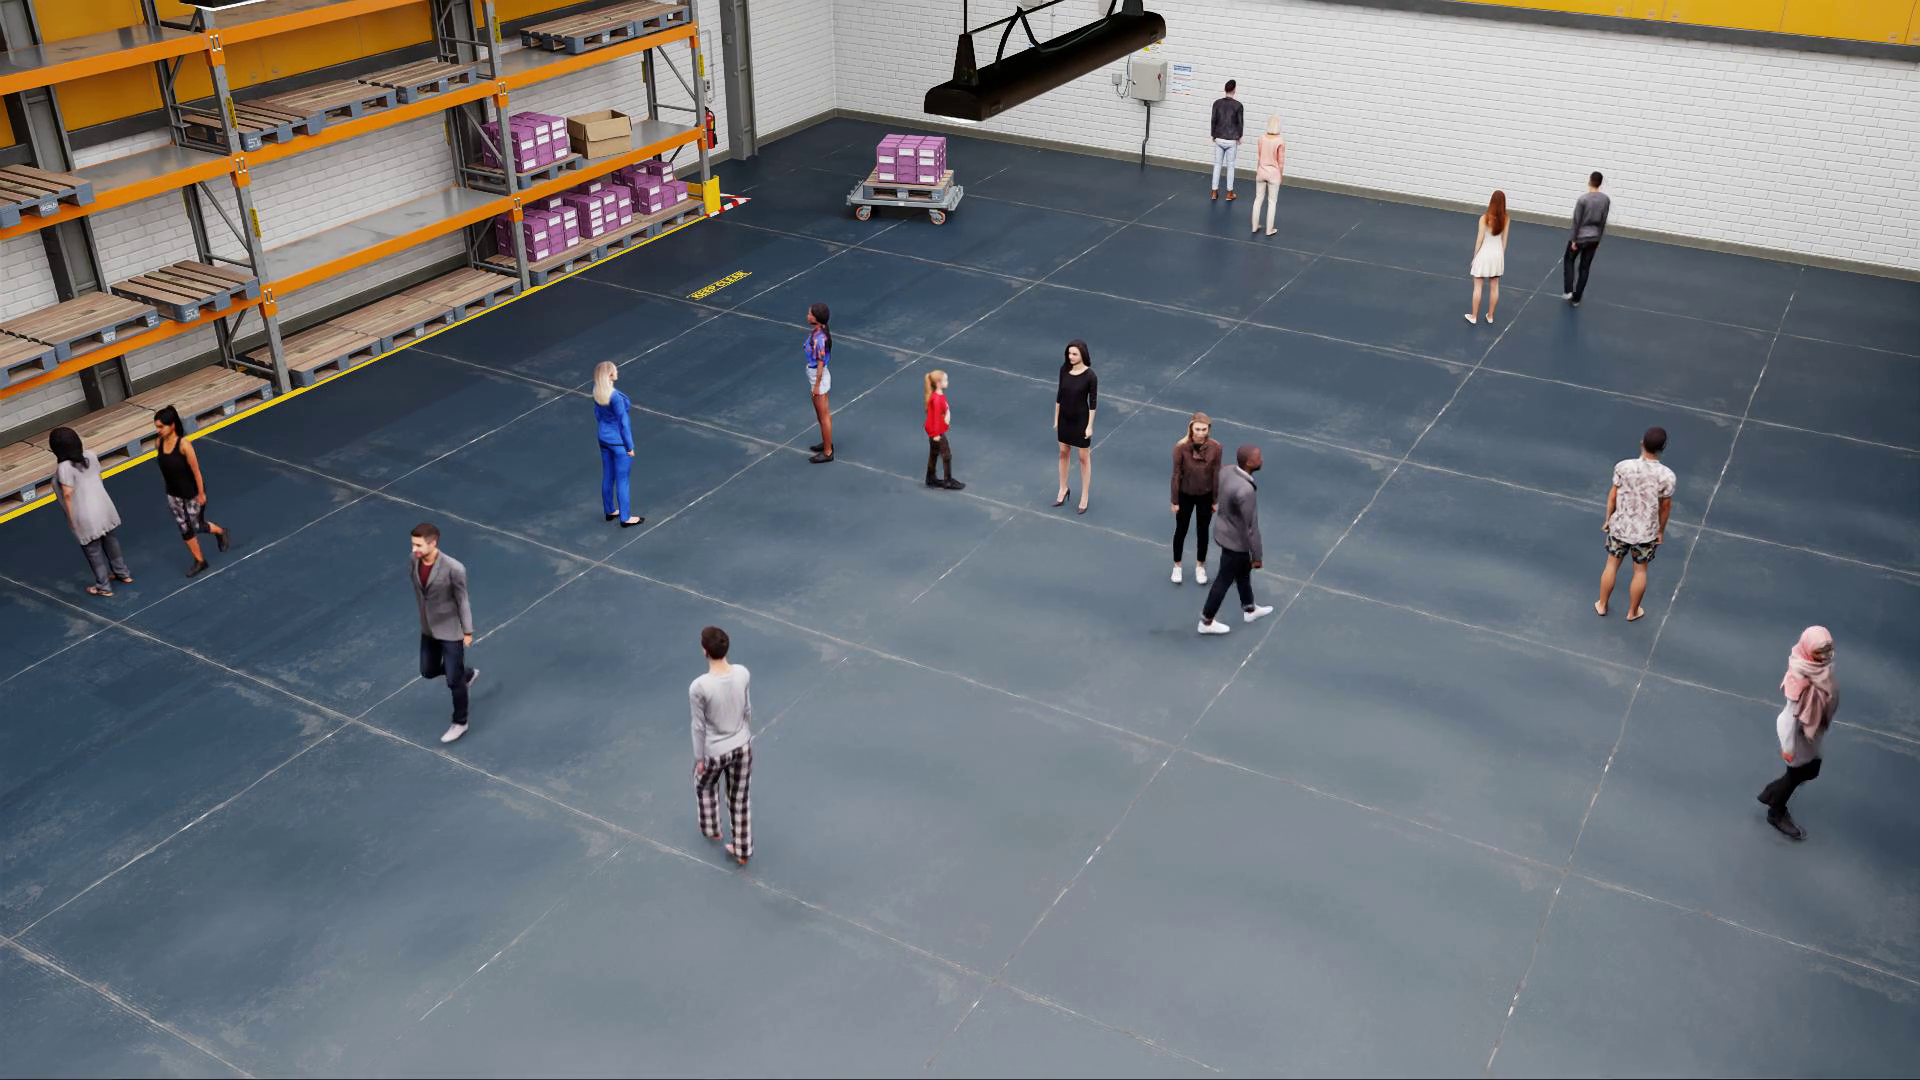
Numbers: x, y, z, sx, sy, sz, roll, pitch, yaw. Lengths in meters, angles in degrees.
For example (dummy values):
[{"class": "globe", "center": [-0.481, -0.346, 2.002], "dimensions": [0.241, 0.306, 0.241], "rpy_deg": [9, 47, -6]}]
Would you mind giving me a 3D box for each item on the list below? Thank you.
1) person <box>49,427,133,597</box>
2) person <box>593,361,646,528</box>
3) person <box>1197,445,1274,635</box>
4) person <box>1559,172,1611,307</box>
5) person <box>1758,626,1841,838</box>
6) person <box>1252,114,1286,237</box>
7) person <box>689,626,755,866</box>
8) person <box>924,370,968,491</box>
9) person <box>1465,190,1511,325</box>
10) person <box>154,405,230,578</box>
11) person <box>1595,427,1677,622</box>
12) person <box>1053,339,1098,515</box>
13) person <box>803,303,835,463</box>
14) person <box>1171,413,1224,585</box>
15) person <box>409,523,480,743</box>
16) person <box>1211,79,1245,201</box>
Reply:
[{"class": "person", "center": [-7.864, -0.276, 15.018], "dimensions": [0.785, 1.604, 0.706], "rpy_deg": [5, 29, 9]}, {"class": "person", "center": [-3.359, -0.942, 16.139], "dimensions": [0.674, 1.700, 0.622], "rpy_deg": [25, 37, 38]}, {"class": "person", "center": [2.258, 0.016, 14.290], "dimensions": [1.112, 1.789, 1.076], "rpy_deg": [-4, 29, -7]}, {"class": "person", "center": [8.077, -3.848, 21.414], "dimensions": [0.729, 1.750, 0.753], "rpy_deg": [1, 29, 2]}, {"class": "person", "center": [5.973, 1.346, 11.868], "dimensions": [0.737, 1.773, 0.864], "rpy_deg": [-25, 38, -38]}, {"class": "person", "center": [4.476, -5.300, 24.105], "dimensions": [0.613, 1.722, 0.550], "rpy_deg": [20, 34, 32]}, {"class": "person", "center": [-1.593, 1.481, 11.564], "dimensions": [0.907, 1.827, 0.915], "rpy_deg": [-17, 33, -28]}, {"class": "person", "center": [-0.279, -1.117, 16.906], "dimensions": [0.731, 1.273, 0.696], "rpy_deg": [0, 29, 0]}, {"class": "person", "center": [6.667, -3.564, 20.934], "dimensions": [0.646, 1.712, 0.678], "rpy_deg": [-1, 29, -2]}, {"class": "person", "center": [-7.097, -0.483, 15.341], "dimensions": [0.705, 1.658, 0.858], "rpy_deg": [8, 30, 14]}, {"class": "person", "center": [5.909, -0.139, 14.543], "dimensions": [0.661, 1.819, 0.557], "rpy_deg": [14, 32, 24]}, {"class": "person", "center": [1.137, -1.129, 16.372], "dimensions": [0.608, 1.806, 0.511], "rpy_deg": [20, 34, 31]}, {"class": "person", "center": [-1.465, -1.661, 17.412], "dimensions": [0.732, 1.743, 0.630], "rpy_deg": [-2, 29, -3]}, {"class": "person", "center": [2.143, -0.395, 15.134], "dimensions": [0.669, 1.702, 0.678], "rpy_deg": [-1, 29, -2]}, {"class": "person", "center": [-3.999, 0.660, 13.039], "dimensions": [0.742, 1.857, 0.939], "rpy_deg": [12, 31, 20]}, {"class": "person", "center": [4.090, -6.144, 25.533], "dimensions": [0.677, 1.837, 0.568], "rpy_deg": [12, 31, 21]}]
